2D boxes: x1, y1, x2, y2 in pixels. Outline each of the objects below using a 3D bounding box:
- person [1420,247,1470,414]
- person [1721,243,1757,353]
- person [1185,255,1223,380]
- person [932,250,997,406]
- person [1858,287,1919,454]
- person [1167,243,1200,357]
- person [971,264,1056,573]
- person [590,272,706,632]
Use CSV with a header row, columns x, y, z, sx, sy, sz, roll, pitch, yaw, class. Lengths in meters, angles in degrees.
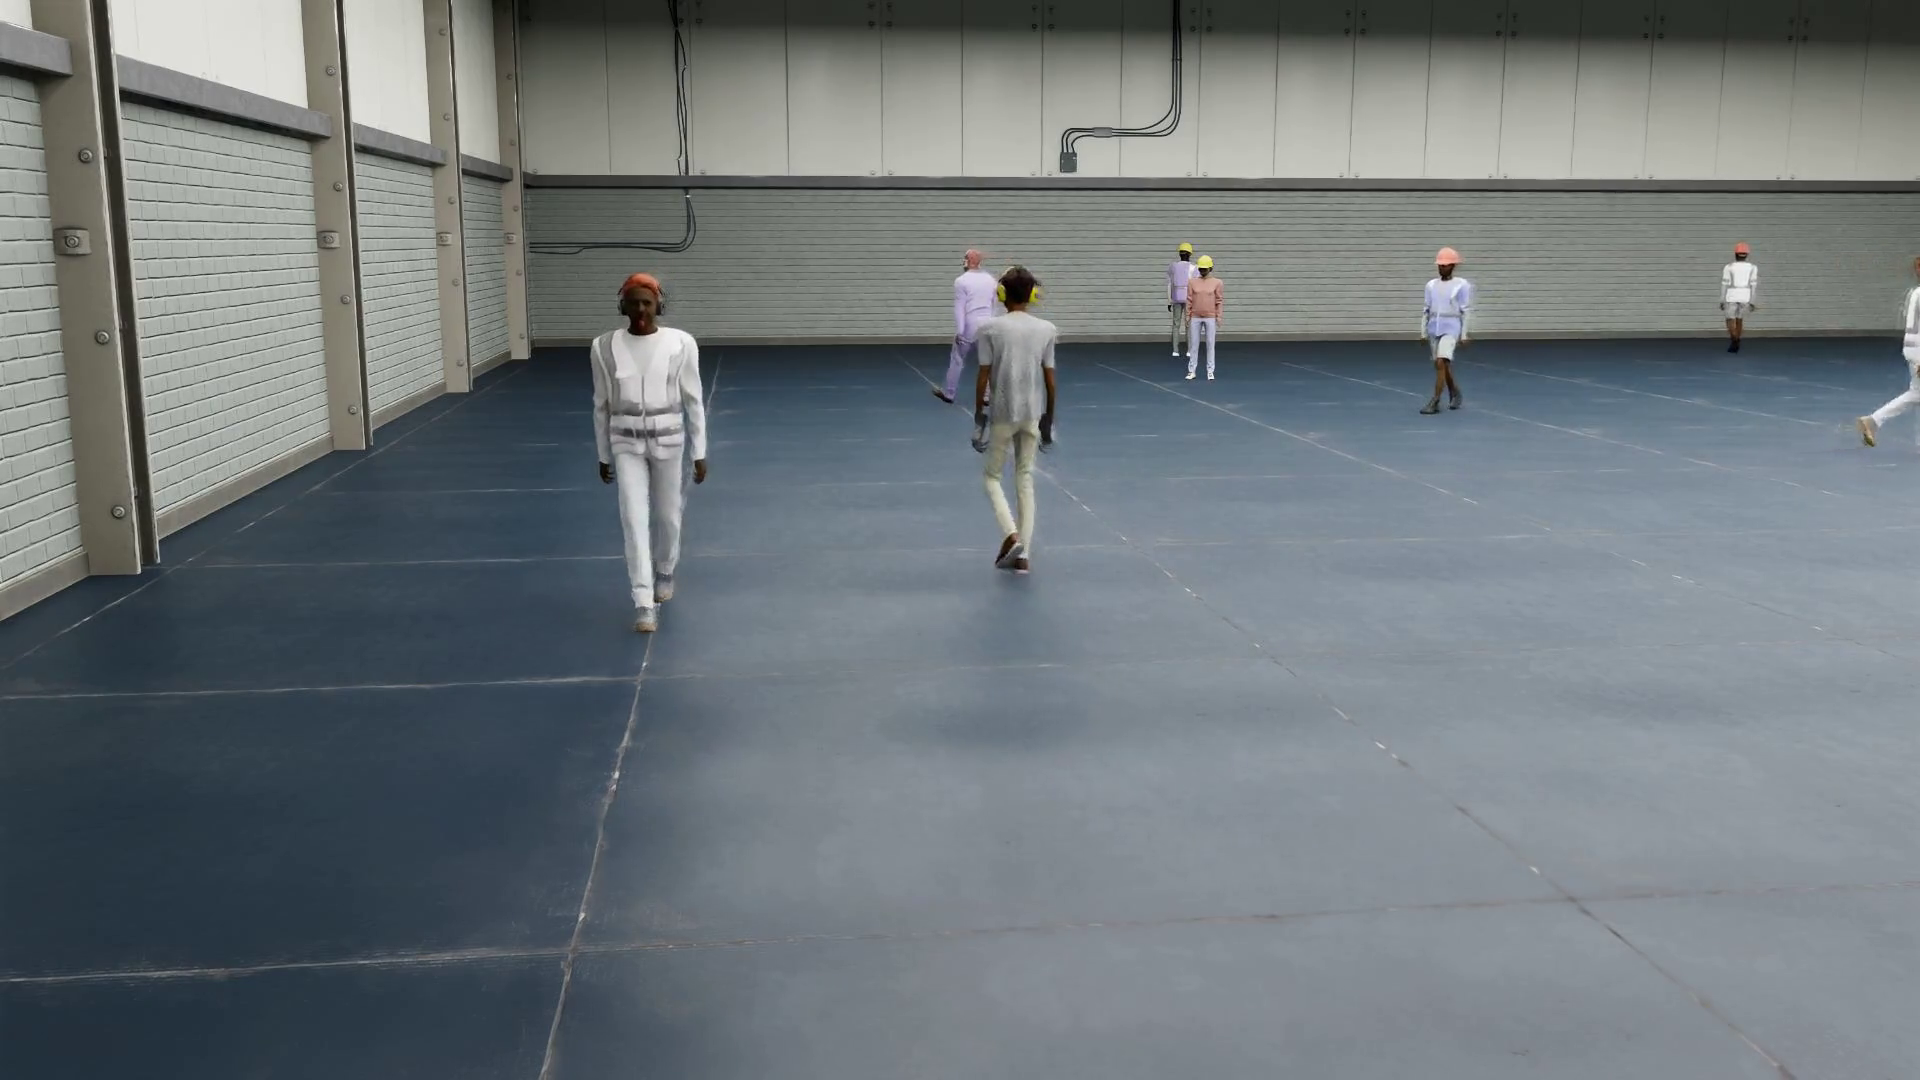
x,y,z,sx,sy,sz,roll,pitch,yaw,class
5.628,-2.418,19.210,0.899,1.911,0.552,-9,14,-41,person
13.500,-4.180,28.821,0.551,1.923,0.678,2,10,9,person
3.454,-3.145,23.593,0.524,1.759,0.328,3,11,16,person
0.096,-2.555,20.083,0.656,1.852,0.990,-7,13,-35,person
8.880,-1.712,15.447,0.737,1.867,0.590,3,11,18,person
3.777,-4.041,28.065,0.585,1.918,0.378,5,11,24,person
0.321,-0.718,10.011,0.544,1.855,0.401,-3,11,-16,person
-1.652,-0.499,8.856,0.583,1.851,0.949,-1,10,-7,person
